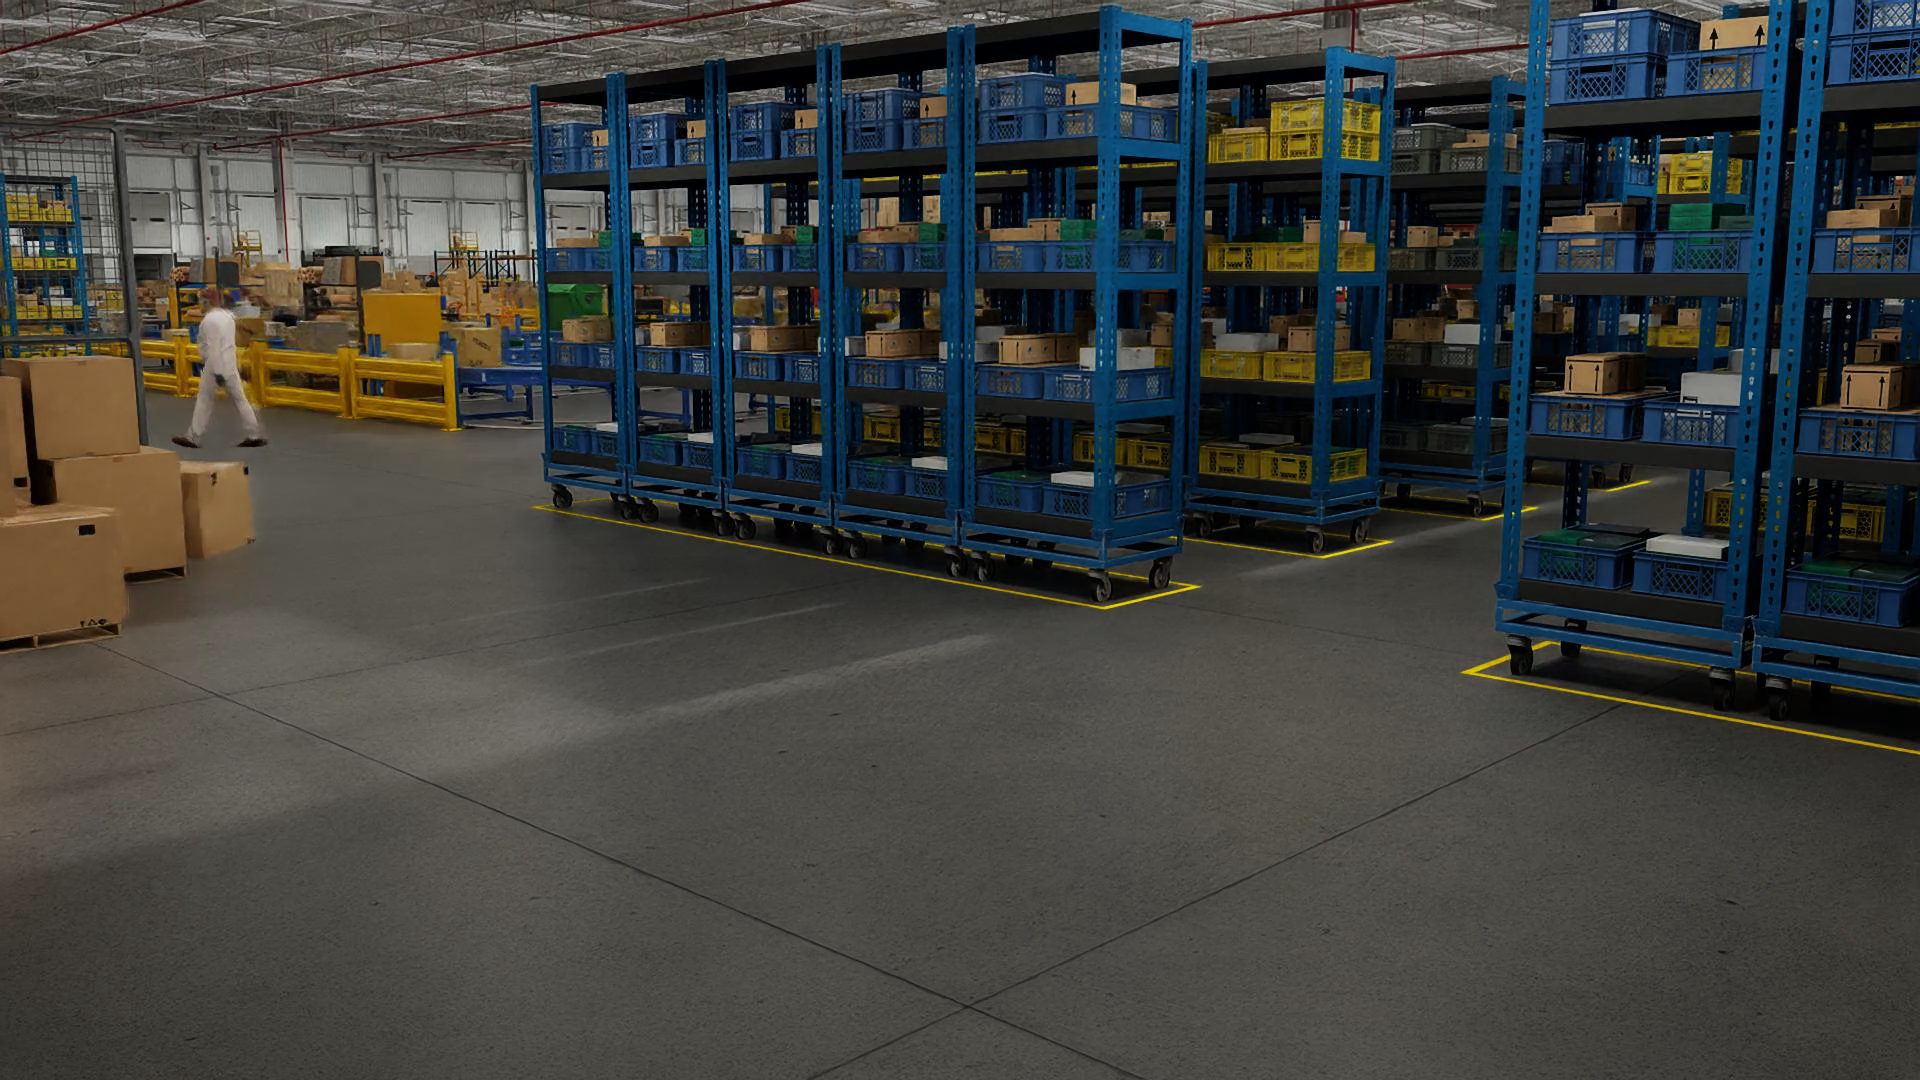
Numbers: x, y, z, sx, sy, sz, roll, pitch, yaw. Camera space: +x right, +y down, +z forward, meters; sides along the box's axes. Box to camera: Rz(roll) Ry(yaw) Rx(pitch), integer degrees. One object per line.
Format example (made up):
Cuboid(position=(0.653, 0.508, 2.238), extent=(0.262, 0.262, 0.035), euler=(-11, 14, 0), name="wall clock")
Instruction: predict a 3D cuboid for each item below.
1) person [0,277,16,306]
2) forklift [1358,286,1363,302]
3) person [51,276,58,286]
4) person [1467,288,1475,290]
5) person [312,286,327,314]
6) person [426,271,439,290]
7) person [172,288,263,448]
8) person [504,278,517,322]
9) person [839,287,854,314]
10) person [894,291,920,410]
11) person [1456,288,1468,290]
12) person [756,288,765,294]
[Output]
Cuboid(position=(-35.011, -8.868, 61.325), extent=(0.571, 1.900, 0.887), euler=(2, 9, 12), name="person")
Cuboid(position=(11.100, -7.017, 46.970), extent=(1.873, 2.768, 1.129), euler=(9, 13, 43), name="forklift")
Cuboid(position=(-38.389, -10.407, 70.703), extent=(0.626, 1.925, 0.389), euler=(-1, 9, -9), name="person")
Cuboid(position=(20.530, -9.745, 66.854), extent=(1.019, 1.853, 0.652), euler=(-7, 12, -37), name="person")
Cuboid(position=(-24.079, -9.140, 62.553), extent=(0.545, 2.000, 0.705), euler=(-8, 12, -41), name="person")
Cuboid(position=(-18.739, -8.583, 59.285), extent=(0.612, 1.993, 0.390), euler=(5, 11, 28), name="person")
Cuboid(position=(-8.597, -1.980, 19.239), extent=(1.015, 1.856, 0.639), euler=(1, 9, 3), name="person")
Cuboid(position=(-16.639, -8.823, 61.484), extent=(0.535, 1.746, 0.540), euler=(-2, 10, -13), name="person")
Cuboid(position=(-2.872, -5.658, 42.177), extent=(0.527, 1.722, 0.862), euler=(2, 10, 13), name="person")
Cuboid(position=(-0.640, -2.240, 20.902), extent=(0.426, 1.821, 0.617), euler=(-2, 9, -12), name="person")
Cuboid(position=(19.759, -9.609, 65.482), extent=(0.722, 2.017, 0.628), euler=(-3, 10, -16), name="person")
Cuboid(position=(-8.816, -10.997, 74.294), extent=(0.614, 1.936, 0.955), euler=(-3, 10, -15), name="person")
